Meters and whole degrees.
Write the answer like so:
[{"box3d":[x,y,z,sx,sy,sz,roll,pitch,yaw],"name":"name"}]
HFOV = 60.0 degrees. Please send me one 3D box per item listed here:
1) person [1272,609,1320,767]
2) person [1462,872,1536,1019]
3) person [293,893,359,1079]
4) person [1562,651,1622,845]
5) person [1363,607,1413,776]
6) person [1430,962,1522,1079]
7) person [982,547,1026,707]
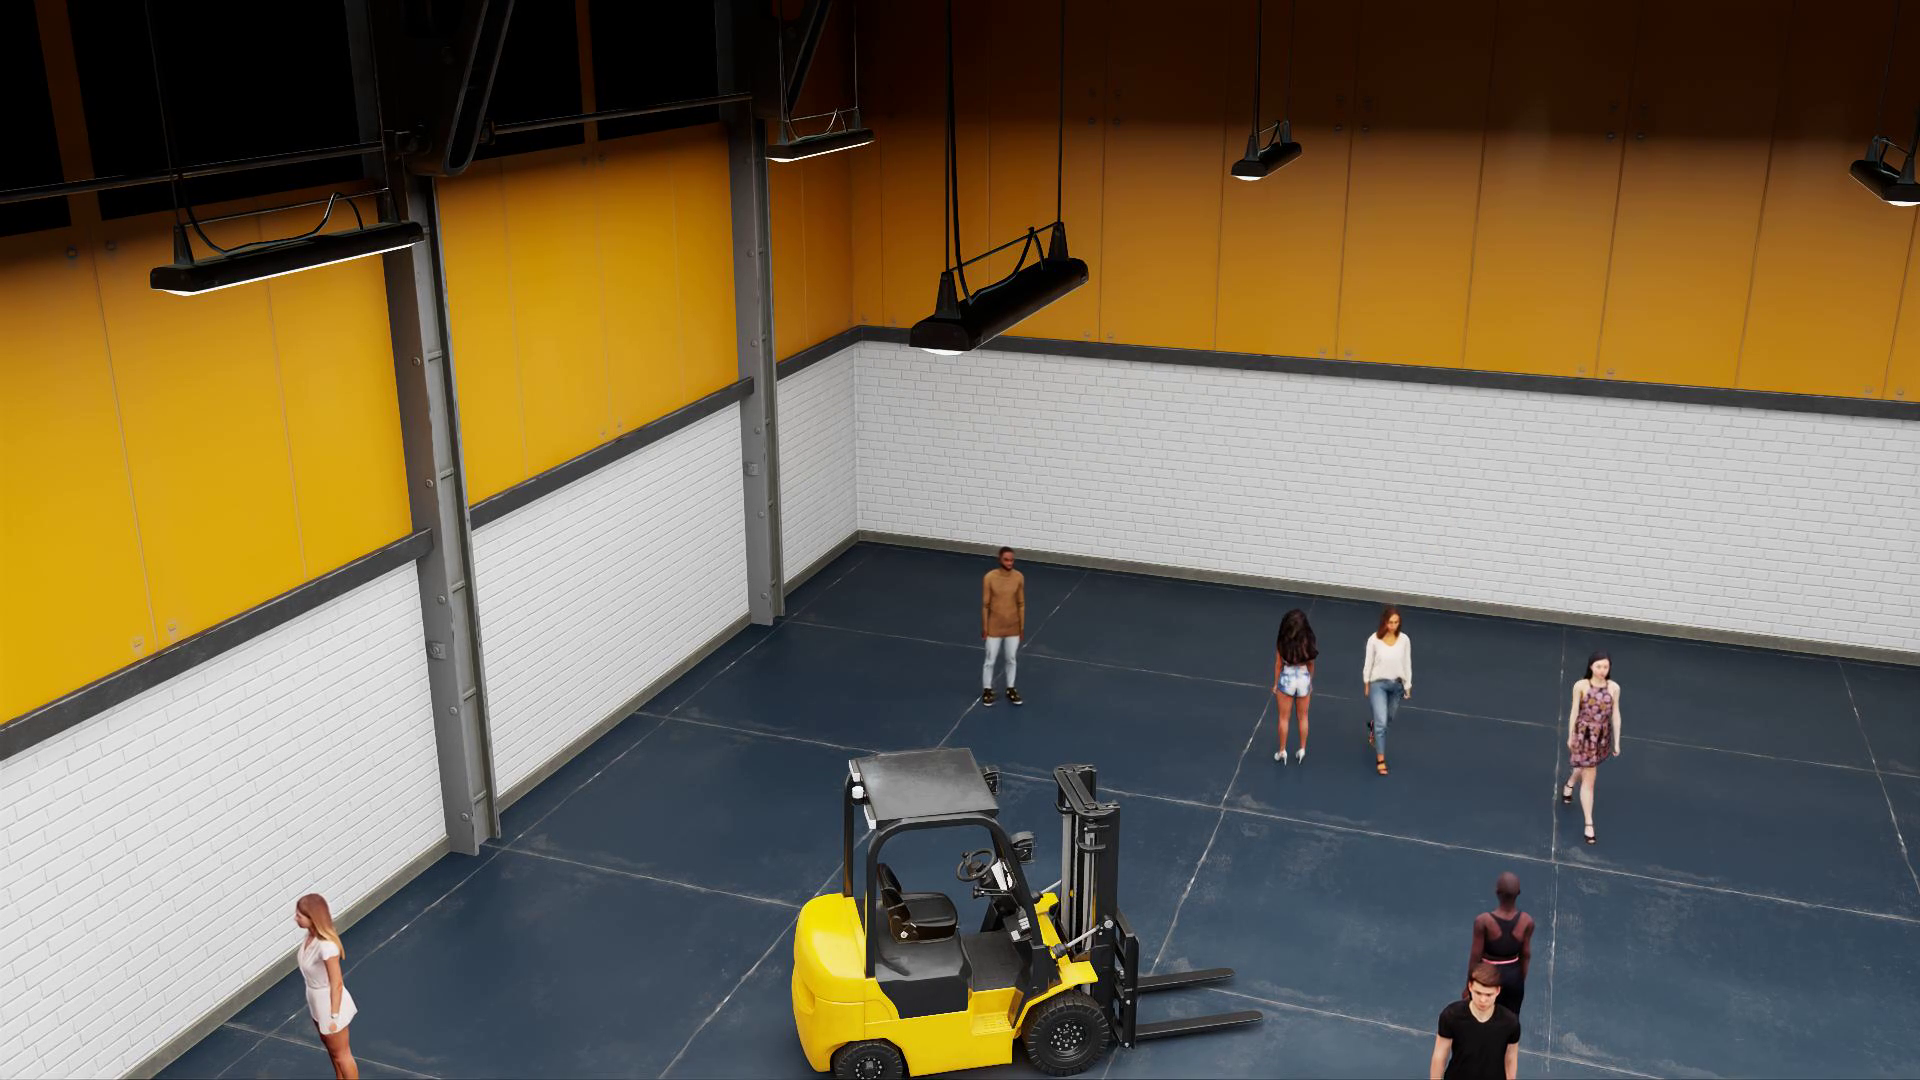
[{"box3d":[3.314,1.460,16.535,0.663,1.623,0.692,-2,19,-7],"name":"person"},{"box3d":[3.712,3.084,11.493,0.650,1.763,0.647,-1,19,-2],"name":"person"},{"box3d":[-4.311,3.164,11.361,0.700,1.696,0.666,-13,23,-34],"name":"person"},{"box3d":[5.776,1.828,15.279,0.851,1.727,1.230,1,19,2],"name":"person"},{"box3d":[4.226,1.437,16.555,0.868,1.653,1.107,-1,19,-3],"name":"person"},{"box3d":[3.186,3.431,10.309,0.728,1.861,0.630,3,19,9],"name":"person"},{"box3d":[0.450,0.919,17.854,0.733,1.807,0.752,-3,19,-9],"name":"person"}]
